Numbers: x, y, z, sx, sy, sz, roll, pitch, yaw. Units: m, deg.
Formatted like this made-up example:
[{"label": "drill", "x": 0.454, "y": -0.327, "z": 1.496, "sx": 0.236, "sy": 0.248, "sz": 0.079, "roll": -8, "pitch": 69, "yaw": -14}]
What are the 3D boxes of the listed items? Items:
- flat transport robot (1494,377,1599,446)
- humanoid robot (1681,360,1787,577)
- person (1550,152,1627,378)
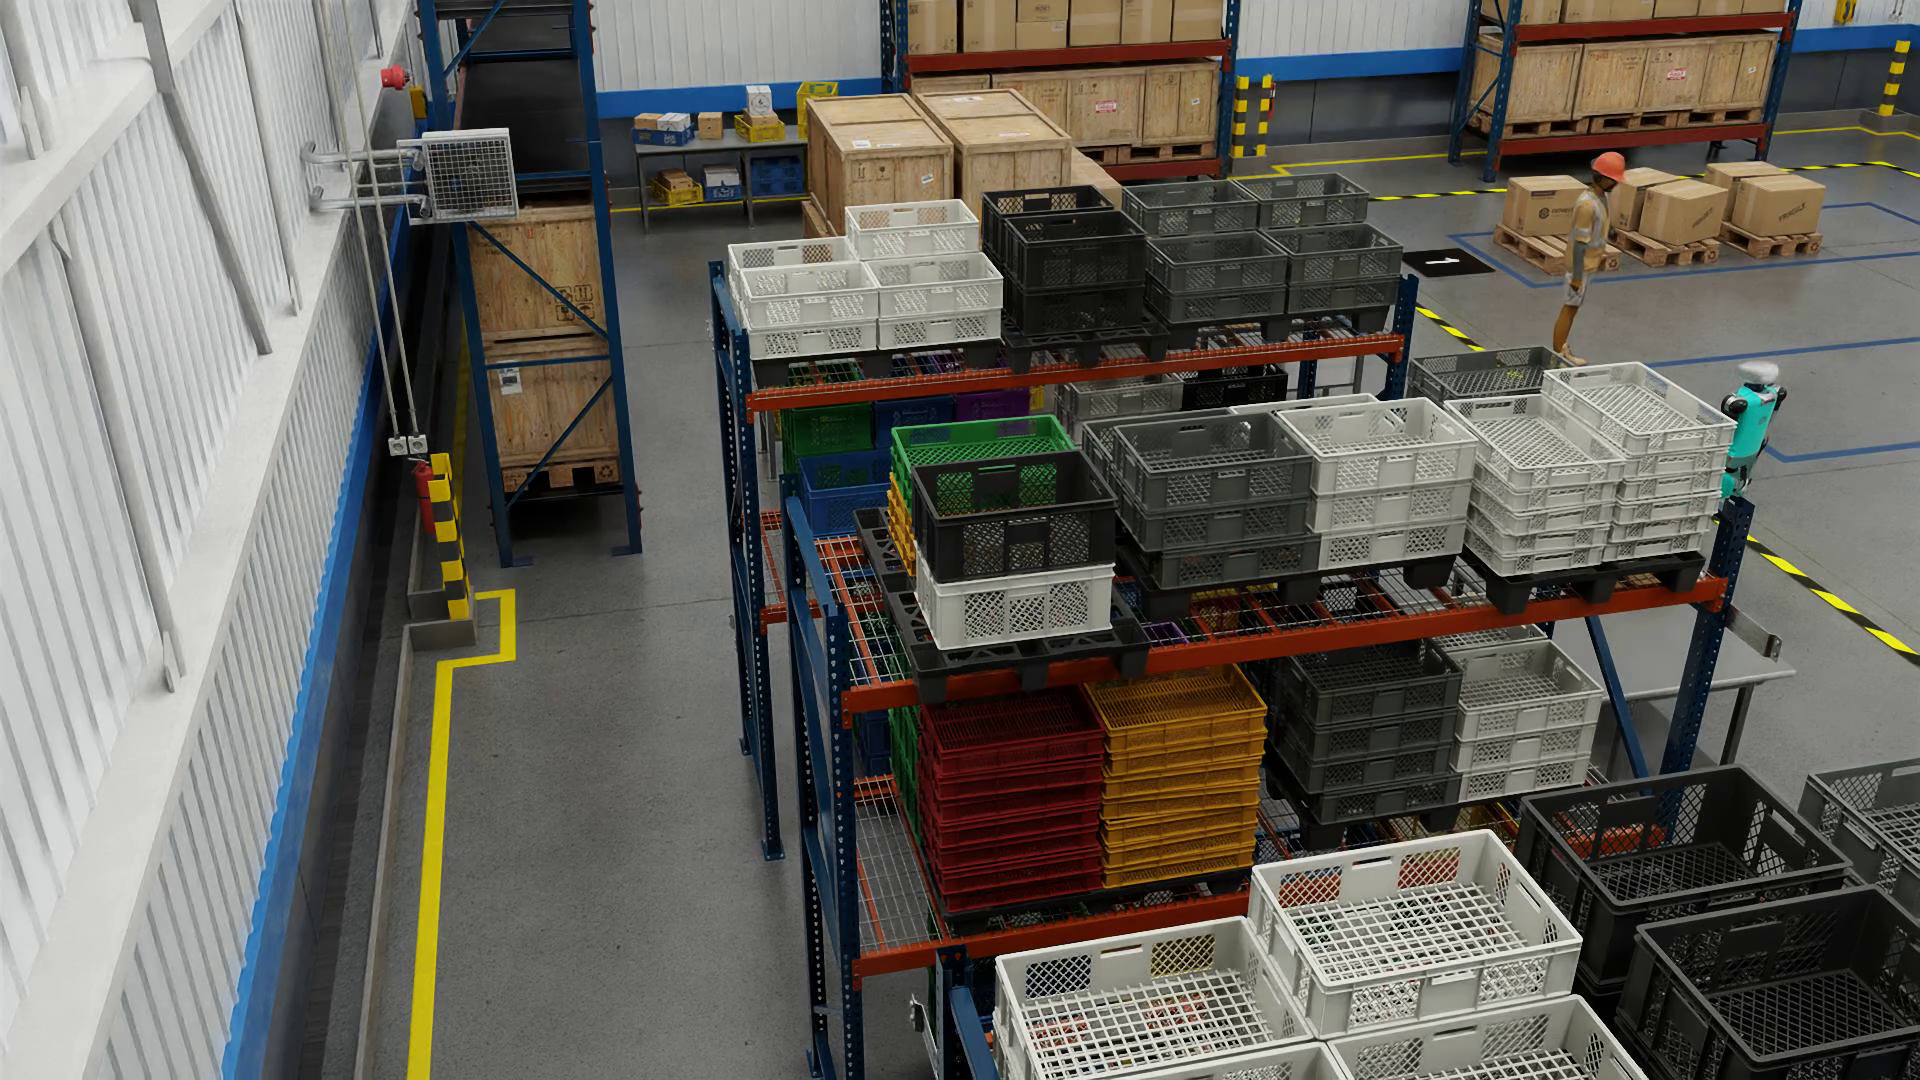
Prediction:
[{"label": "flat transport robot", "x": 4.780, "y": -1.036, "z": 14.013, "sx": 0.659, "sy": 0.231, "sz": 1.431, "roll": -6, "pitch": 28, "yaw": -12}, {"label": "humanoid robot", "x": 5.022, "y": -0.484, "z": 11.249, "sx": 0.533, "sy": 1.673, "sz": 0.735, "roll": -15, "pitch": 31, "yaw": -27}, {"label": "person", "x": 5.586, "y": -2.454, "z": 14.817, "sx": 0.406, "sy": 2.030, "sz": 0.607, "roll": 15, "pitch": 31, "yaw": 26}]
